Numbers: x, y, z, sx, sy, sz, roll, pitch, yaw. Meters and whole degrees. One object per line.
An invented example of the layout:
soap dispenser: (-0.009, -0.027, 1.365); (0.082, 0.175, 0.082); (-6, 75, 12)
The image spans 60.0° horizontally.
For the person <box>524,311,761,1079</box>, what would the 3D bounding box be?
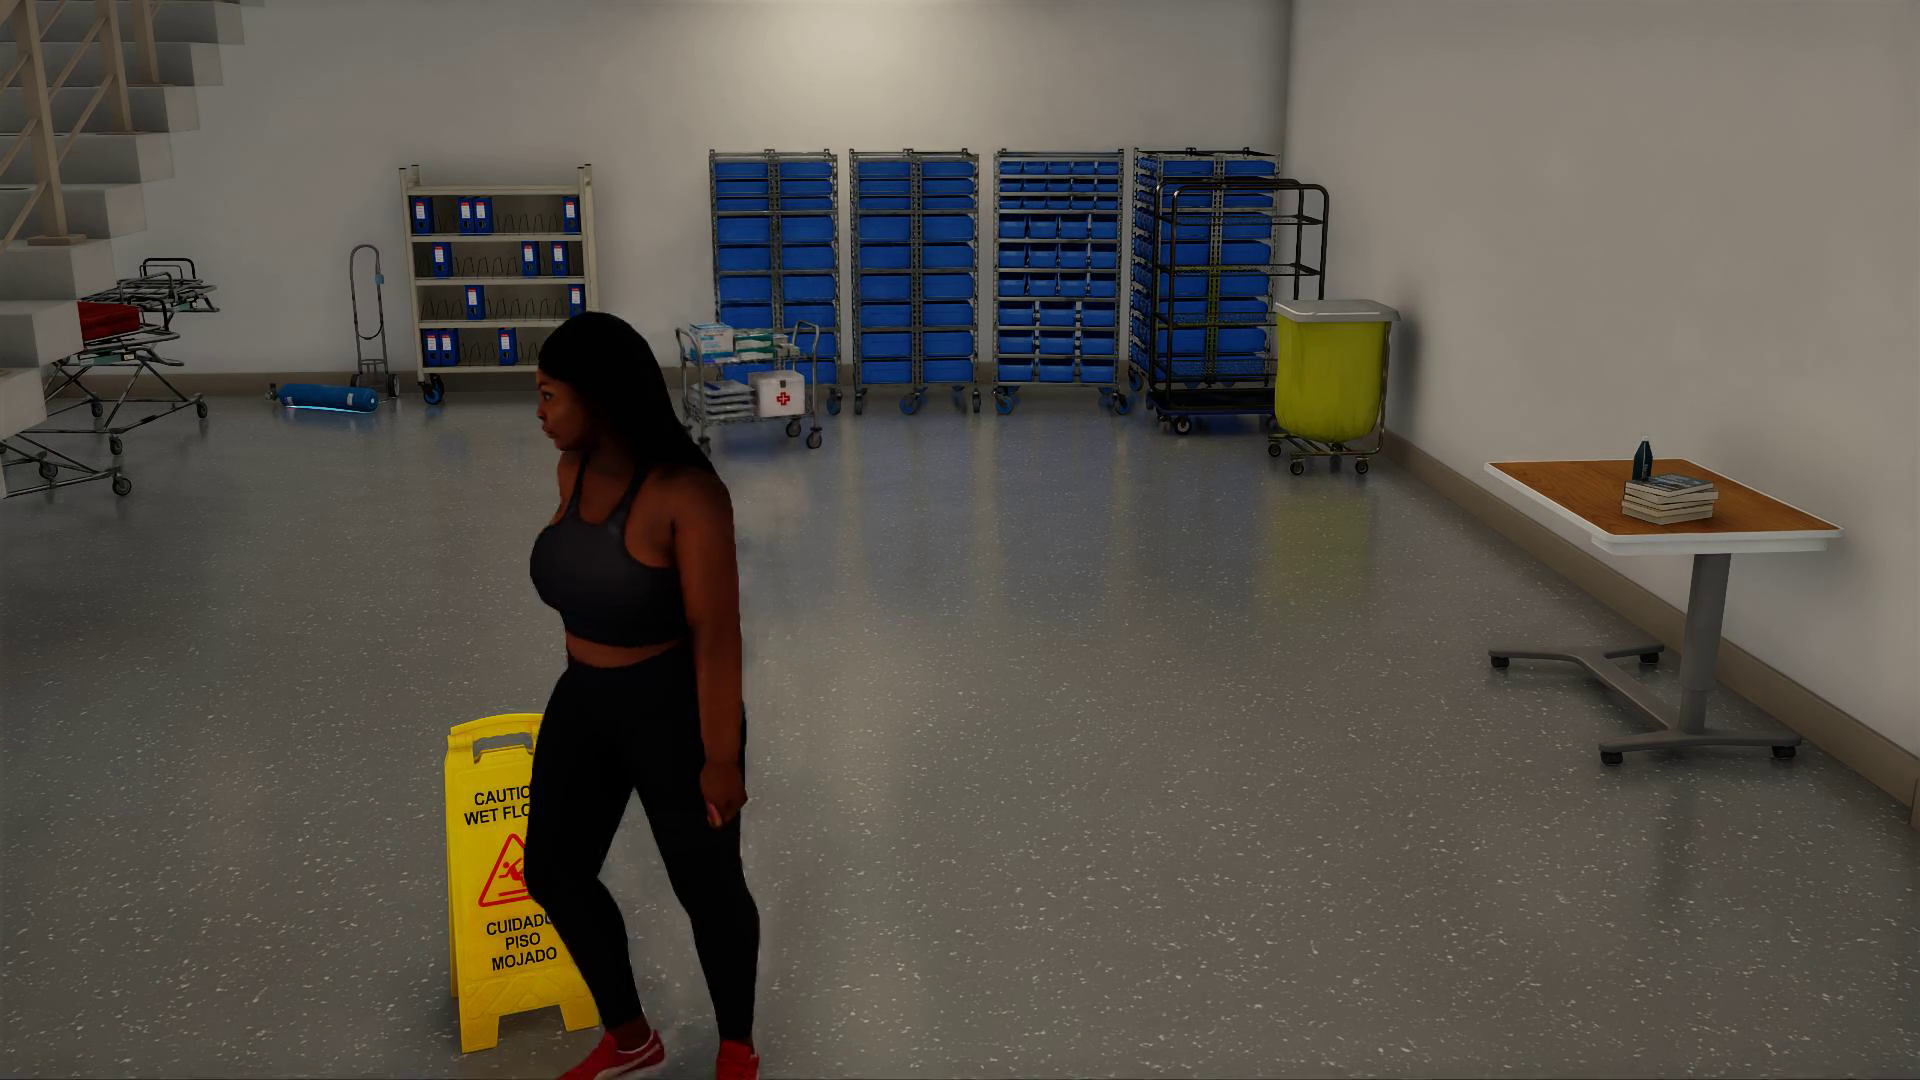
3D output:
person: (-0.649, 0.380, 3.688); (0.912, 1.799, 0.951); (8, 18, 27)
